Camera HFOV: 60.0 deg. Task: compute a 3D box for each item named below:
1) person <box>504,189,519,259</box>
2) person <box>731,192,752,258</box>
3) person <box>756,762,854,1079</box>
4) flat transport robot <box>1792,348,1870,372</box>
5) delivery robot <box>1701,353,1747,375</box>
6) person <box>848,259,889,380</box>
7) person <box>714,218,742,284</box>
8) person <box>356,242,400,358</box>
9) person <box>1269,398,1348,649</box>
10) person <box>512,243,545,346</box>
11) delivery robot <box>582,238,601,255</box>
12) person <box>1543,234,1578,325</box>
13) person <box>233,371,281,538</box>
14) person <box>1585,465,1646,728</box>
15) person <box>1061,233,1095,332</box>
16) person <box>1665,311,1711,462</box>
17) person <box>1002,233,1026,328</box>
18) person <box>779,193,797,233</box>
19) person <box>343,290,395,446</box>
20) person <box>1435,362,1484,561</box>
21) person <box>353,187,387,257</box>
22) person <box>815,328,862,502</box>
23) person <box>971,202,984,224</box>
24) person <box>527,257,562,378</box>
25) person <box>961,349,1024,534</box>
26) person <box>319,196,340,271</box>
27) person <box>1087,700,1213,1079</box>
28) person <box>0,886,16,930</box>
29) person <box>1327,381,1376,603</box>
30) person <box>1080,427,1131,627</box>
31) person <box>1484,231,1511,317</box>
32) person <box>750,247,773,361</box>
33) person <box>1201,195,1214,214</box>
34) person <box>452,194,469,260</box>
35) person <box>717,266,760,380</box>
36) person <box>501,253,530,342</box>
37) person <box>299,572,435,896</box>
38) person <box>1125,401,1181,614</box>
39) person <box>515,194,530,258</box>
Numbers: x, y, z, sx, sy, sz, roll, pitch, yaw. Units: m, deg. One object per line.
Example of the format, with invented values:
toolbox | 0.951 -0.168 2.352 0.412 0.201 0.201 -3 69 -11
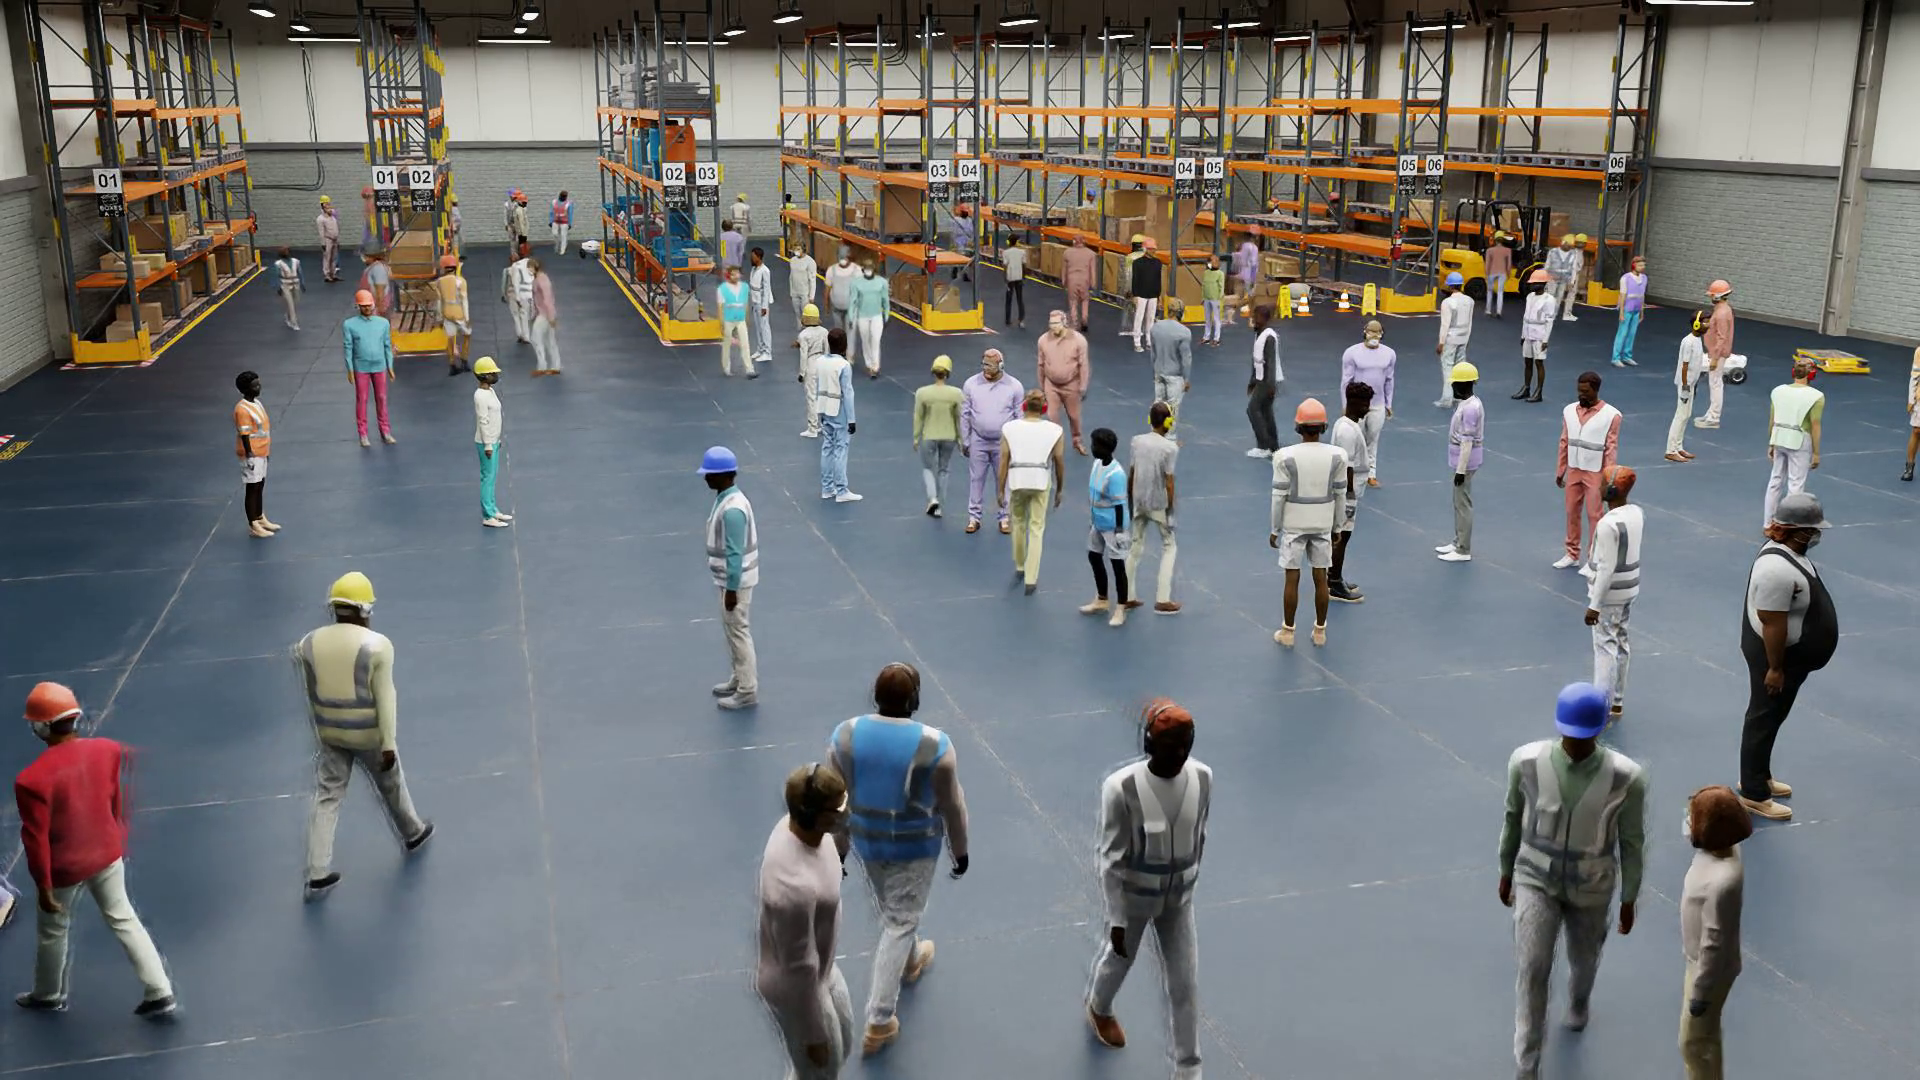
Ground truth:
person | -12.325 -8.745 46.041 0.606 1.939 0.410 2 15 9
person | -6.107 -8.774 46.404 0.600 1.838 0.453 7 16 23
person | -0.567 1.760 6.532 0.455 1.926 0.681 0 15 -1
flat transport robot | 14.437 -2.987 27.570 0.652 0.197 1.431 1 15 4
delivery robot | 11.958 -2.800 26.140 0.707 0.478 0.477 4 15 15
person | -1.451 -3.525 26.512 0.654 1.882 1.038 0 15 -1
person | -4.818 -5.710 34.621 0.630 1.940 0.372 -11 18 -35
person | -9.845 -3.985 27.933 0.539 2.000 0.700 -8 17 -28
person | 2.789 -0.125 13.395 0.607 2.048 0.365 -1 15 -3
person | -7.679 -4.368 29.727 0.583 1.861 0.700 -8 17 -29
delivery robot | -10.211 -8.150 46.274 0.477 0.478 0.707 -13 20 -41
person | 11.746 -5.092 32.576 0.624 1.792 0.571 2 15 8
person | -7.155 -0.872 16.879 0.319 1.696 0.532 -2 15 -7
person | 4.589 0.396 11.751 0.362 1.883 0.575 14 20 41
person | 2.248 -4.920 31.778 0.634 1.873 0.717 0 15 0
person | 8.935 -1.884 20.384 0.321 1.861 0.501 10 18 34
person | 1.070 -5.046 32.356 0.508 1.826 0.978 -2 15 -9
person | -4.939 -9.123 47.928 0.536 1.696 0.318 2 15 6
person | -7.569 -2.210 21.343 0.608 1.995 0.377 -11 18 -35
person | 4.821 -0.753 16.015 0.387 1.919 0.579 3 15 13
person | -16.546 -8.929 46.732 1.032 1.945 0.656 -10 18 -32
person | -1.367 -1.380 18.365 0.383 1.918 0.597 -12 19 -39
person | 0.470 -9.515 49.561 0.506 1.619 0.495 12 19 38
person | -6.723 -3.544 26.536 0.689 1.911 0.634 -5 16 -17
person | 0.324 -1.002 16.976 0.639 1.904 0.402 1 15 5
person | -16.270 -7.895 42.863 0.594 1.926 0.366 10 18 33
person | 0.846 1.571 7.433 0.575 1.842 0.985 -5 16 -19
person | -5.334 1.344 8.485 0.526 1.726 0.863 4 15 13
person | 3.440 -0.438 14.742 0.377 1.959 0.603 2 15 8
person | 1.257 -0.124 14.093 0.340 1.680 0.567 -5 16 -19
person | 10.969 -5.425 33.955 0.534 1.752 0.712 3 15 11
person | -3.384 -4.011 28.261 0.391 1.920 0.588 -7 17 -26
person | 7.239 -9.464 48.773 0.594 1.922 0.385 -11 19 -36
person | -13.869 -8.605 45.748 0.452 1.817 0.601 3 15 11
person | -3.546 -3.428 26.303 0.587 1.793 0.955 -9 17 -31
person | -8.126 -4.465 30.578 0.523 1.604 0.837 -8 17 -26
person | -3.438 1.072 9.454 0.626 1.765 0.955 3 15 13
person | 1.652 -0.283 14.388 0.557 1.845 0.433 12 19 38
person | -11.093 -7.767 42.257 0.388 1.990 0.622 -5 16 -17
